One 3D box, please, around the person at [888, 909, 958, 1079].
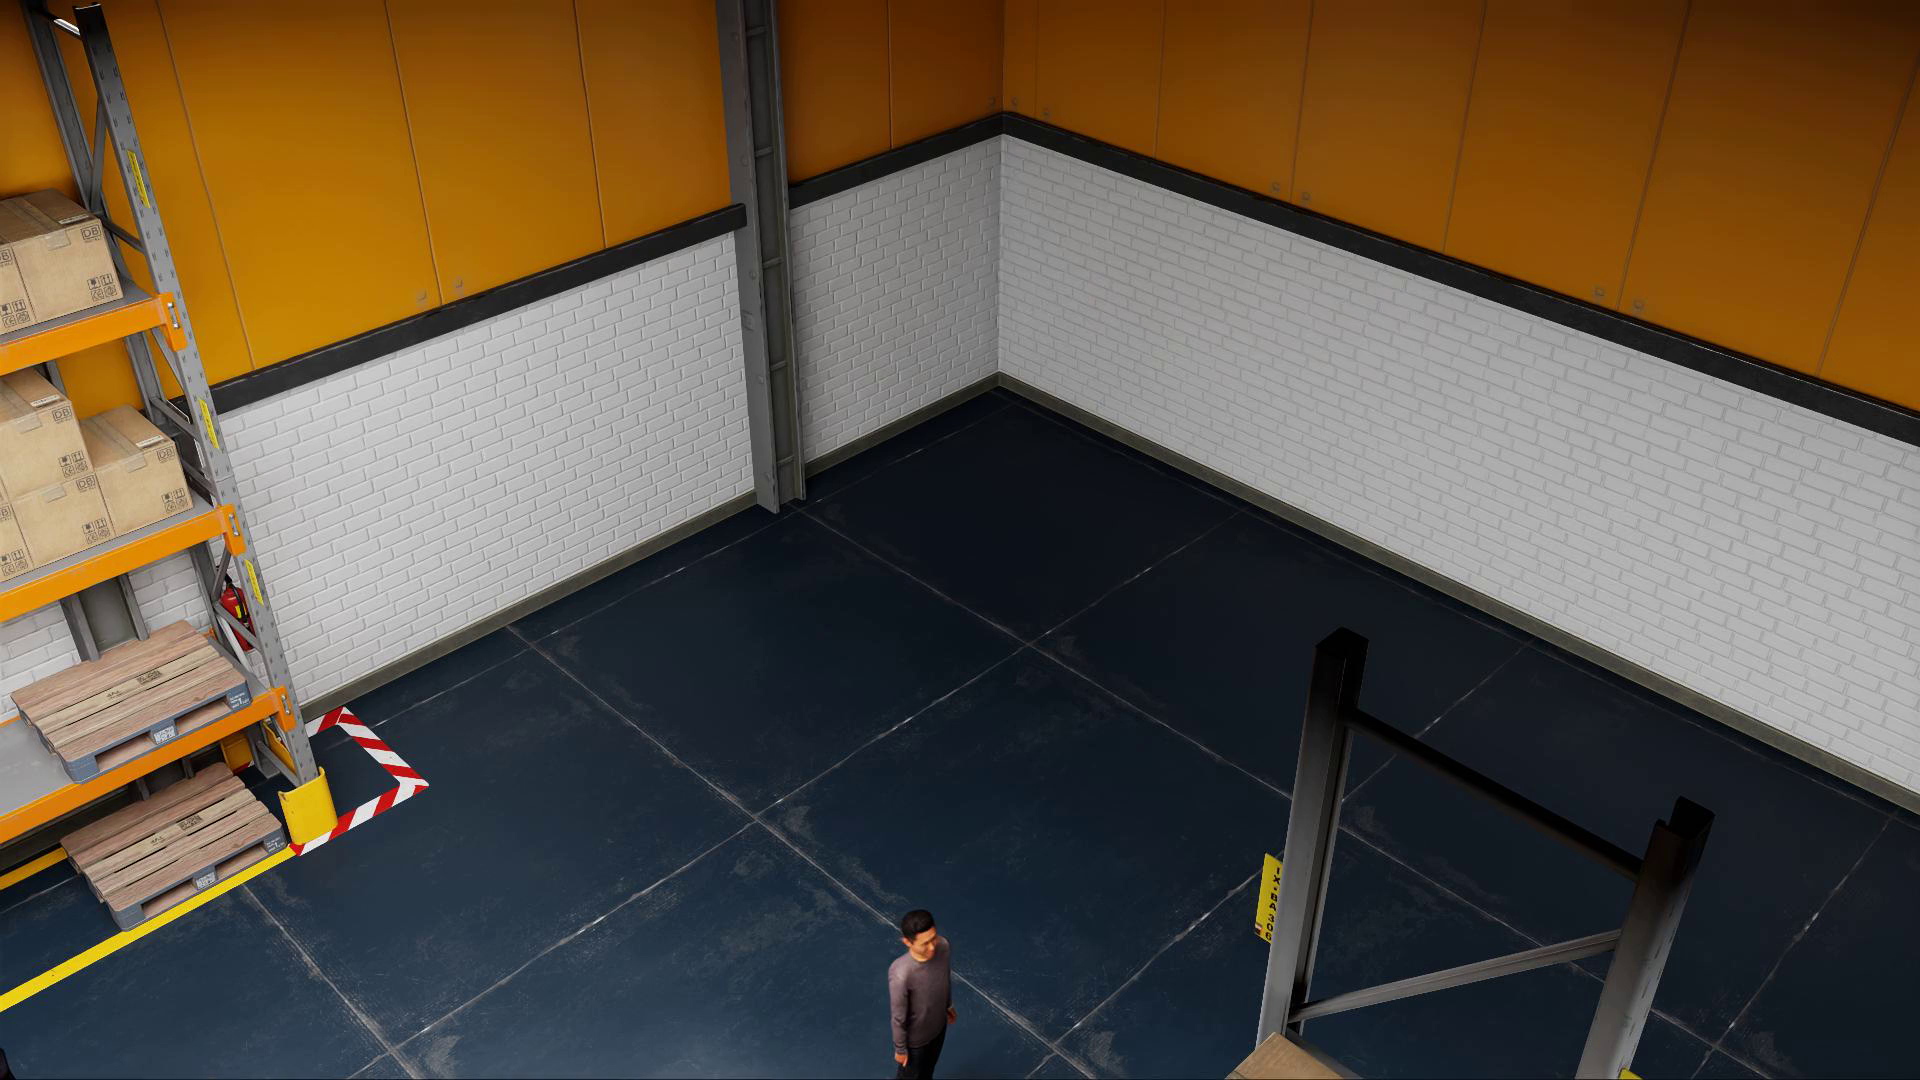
[{"bbox_3d":[-0.226,2.804,9.672,0.465,1.767,0.713,-10,35,-14],"label":"person"}]
